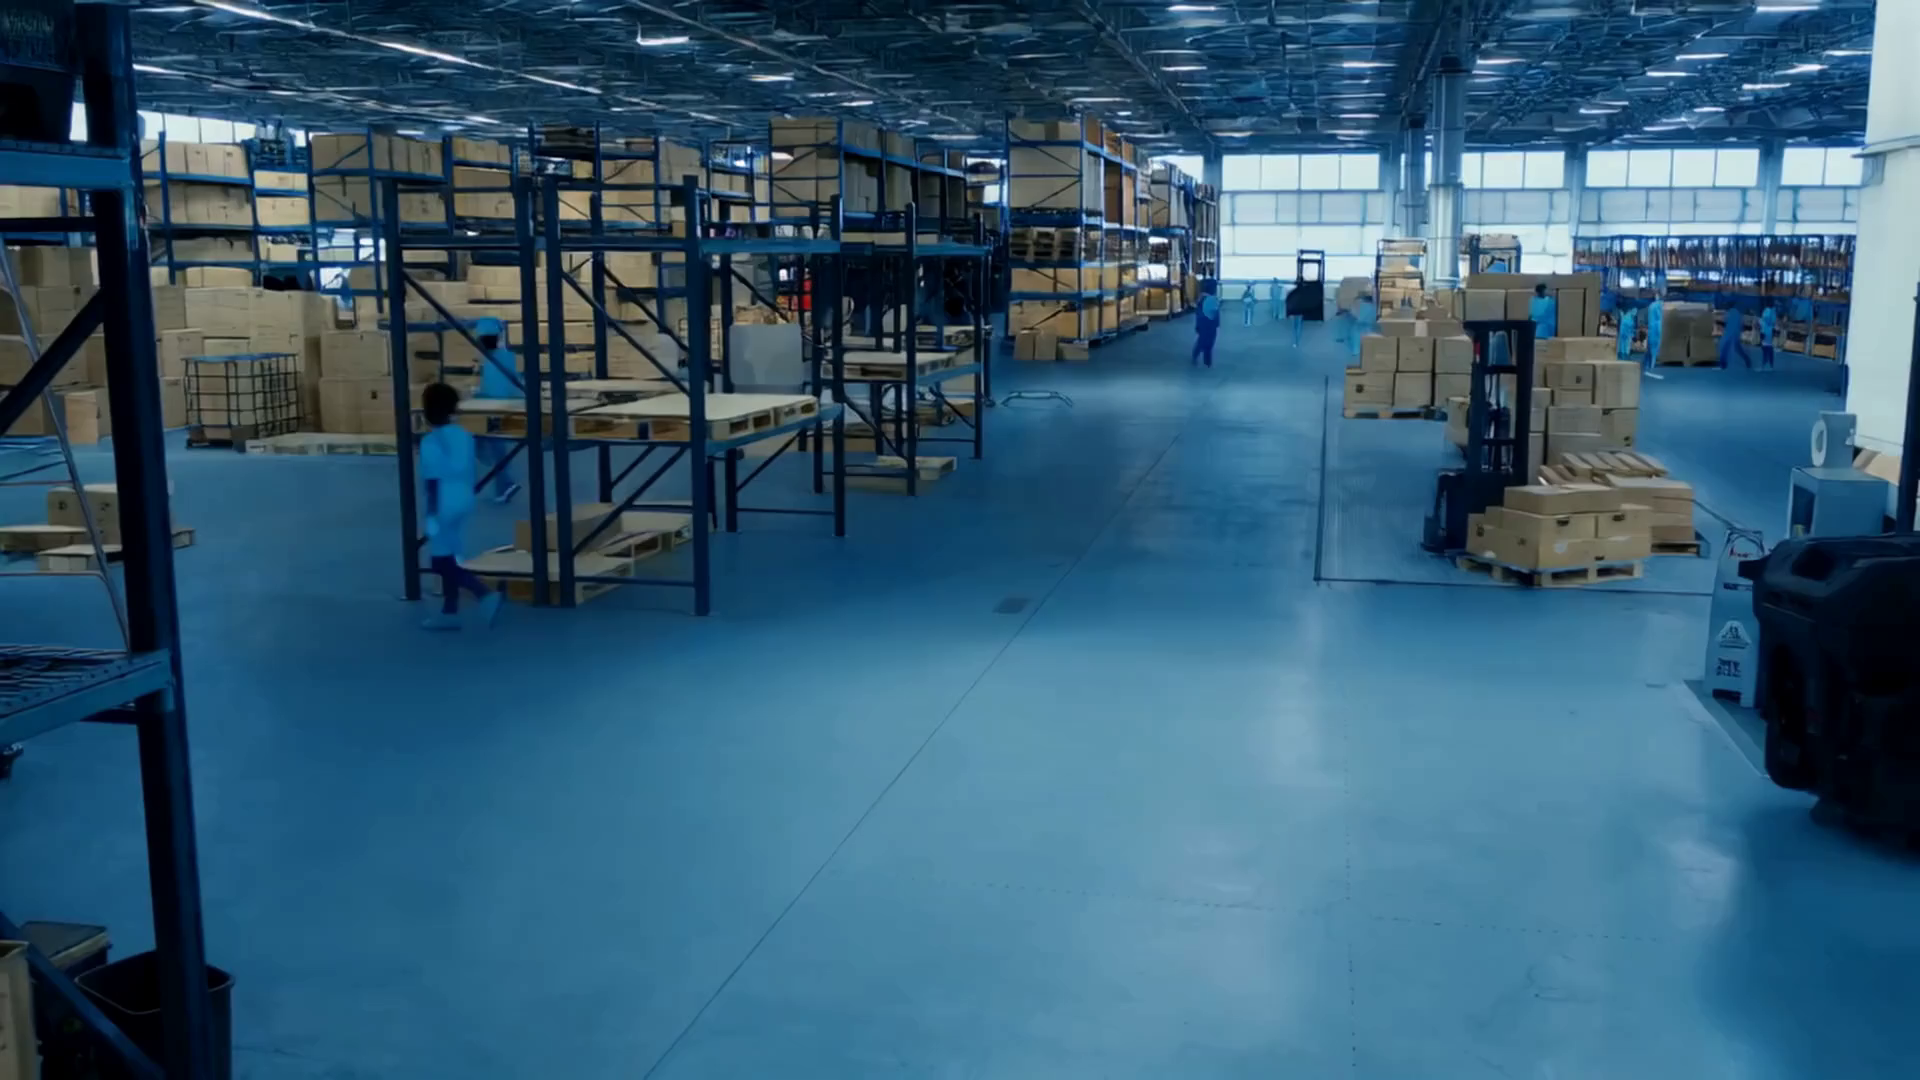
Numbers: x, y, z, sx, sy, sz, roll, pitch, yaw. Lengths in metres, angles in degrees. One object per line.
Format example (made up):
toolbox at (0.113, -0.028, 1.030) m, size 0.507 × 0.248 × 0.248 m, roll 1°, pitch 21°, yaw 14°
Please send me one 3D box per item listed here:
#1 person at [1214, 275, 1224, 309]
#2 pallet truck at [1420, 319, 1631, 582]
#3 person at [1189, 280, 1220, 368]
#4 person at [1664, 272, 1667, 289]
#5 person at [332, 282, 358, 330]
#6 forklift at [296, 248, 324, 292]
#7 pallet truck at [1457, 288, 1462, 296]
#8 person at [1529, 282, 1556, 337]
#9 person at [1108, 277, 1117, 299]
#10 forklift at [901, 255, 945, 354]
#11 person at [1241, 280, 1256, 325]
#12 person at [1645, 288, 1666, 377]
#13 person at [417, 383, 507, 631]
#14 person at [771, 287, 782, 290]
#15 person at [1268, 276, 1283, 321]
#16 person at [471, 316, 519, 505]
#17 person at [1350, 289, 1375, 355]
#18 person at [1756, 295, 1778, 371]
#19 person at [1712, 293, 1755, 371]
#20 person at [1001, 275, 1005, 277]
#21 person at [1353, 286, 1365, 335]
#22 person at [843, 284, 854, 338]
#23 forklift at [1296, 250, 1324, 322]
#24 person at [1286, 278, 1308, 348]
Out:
person at (9.725, -9.122, 63.173) m, size 0.571 × 1.879 × 1.008 m, roll 2°, pitch 10°, yaw 10°
pallet truck at (4.543, -0.757, 13.299) m, size 0.823 × 1.965 × 1.885 m, roll -4°, pitch 10°, yaw -22°
person at (5.642, -4.936, 37.915) m, size 0.581 × 2.000 × 0.696 m, roll -5°, pitch 11°, yaw -26°
person at (37.512, -13.352, 88.502) m, size 0.989 × 1.795 × 0.593 m, roll 0°, pitch 10°, yaw 1°
person at (-15.225, -5.420, 41.184) m, size 0.595 × 1.910 × 0.386 m, roll -8°, pitch 12°, yaw -39°
forklift at (-20.325, -7.805, 52.425) m, size 1.873 × 2.768 × 1.129 m, roll 9°, pitch 13°, yaw 42°
pallet truck at (20.506, -9.785, 68.819) m, size 0.653 × 1.274 × 1.630 m, roll 2°, pitch 10°, yaw 12°
person at (13.298, -4.915, 38.058) m, size 0.601 × 1.955 × 0.391 m, roll 8°, pitch 12°, yaw 38°
person at (8.111, -13.462, 89.040) m, size 0.637 × 1.826 × 0.696 m, roll 1°, pitch 10°, yaw 8°
forklift at (-1.074, -5.914, 41.225) m, size 1.129 × 2.768 × 1.873 m, roll 2°, pitch 10°, yaw 12°
person at (10.840, -8.908, 62.490) m, size 0.551 × 1.682 × 0.411 m, roll 1°, pitch 10°, yaw 7°
person at (14.664, -4.359, 35.006) m, size 0.316 × 1.870 × 0.531 m, roll 1°, pitch 10°, yaw 7°
person at (-3.282, -0.187, 10.890) m, size 0.623 × 1.681 × 0.539 m, roll 2°, pitch 10°, yaw 12°
person at (-7.686, -10.070, 68.747) m, size 0.637 × 1.909 × 0.964 m, roll 1°, pitch 10°, yaw 6°
person at (12.769, -9.789, 67.326) m, size 0.620 × 1.808 × 0.545 m, roll 2°, pitch 10°, yaw 11°
person at (-4.702, -1.287, 16.683) m, size 0.411 × 1.910 × 0.596 m, roll 1°, pitch 10°, yaw 6°
person at (10.252, -5.508, 42.262) m, size 0.550 × 1.699 × 0.886 m, roll -8°, pitch 12°, yaw -40°
person at (18.036, -4.623, 37.110) m, size 0.320 × 1.693 × 0.537 m, roll 1°, pitch 10°, yaw 4°
person at (17.247, -4.613, 36.922) m, size 0.829 × 1.736 × 0.533 m, roll 1°, pitch 10°, yaw 5°
person at (2.289, -13.421, 89.075) m, size 0.525 × 1.729 × 0.866 m, roll 5°, pitch 11°, yaw 29°
person at (12.870, -7.335, 53.400) m, size 0.503 × 1.599 × 0.765 m, roll 5°, pitch 11°, yaw 26°
person at (-2.867, -5.432, 41.403) m, size 0.592 × 1.859 × 0.752 m, roll 3°, pitch 10°, yaw 17°
forklift at (13.778, -10.002, 65.433) m, size 1.129 × 2.768 × 1.873 m, roll 2°, pitch 10°, yaw 12°
person at (9.434, -6.360, 46.590) m, size 0.621 × 1.969 × 0.908 m, roll 3°, pitch 10°, yaw 17°
